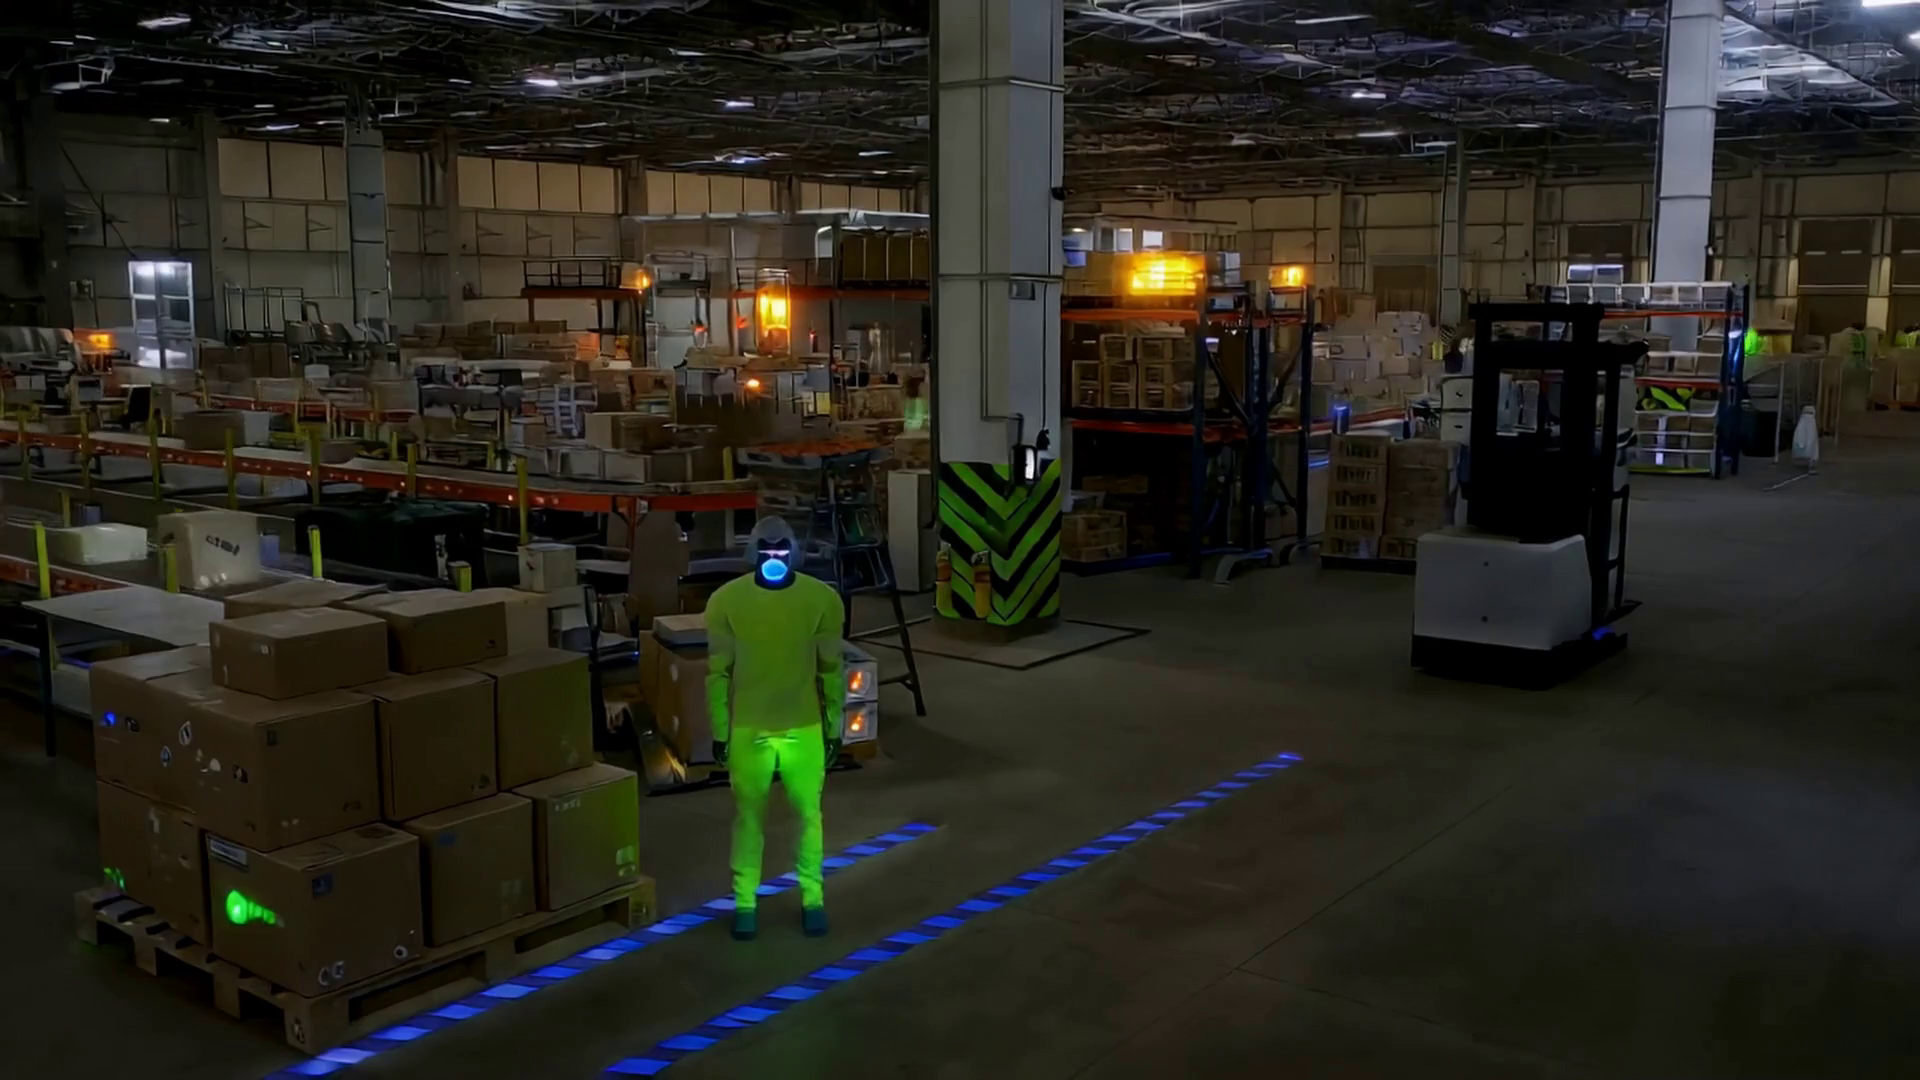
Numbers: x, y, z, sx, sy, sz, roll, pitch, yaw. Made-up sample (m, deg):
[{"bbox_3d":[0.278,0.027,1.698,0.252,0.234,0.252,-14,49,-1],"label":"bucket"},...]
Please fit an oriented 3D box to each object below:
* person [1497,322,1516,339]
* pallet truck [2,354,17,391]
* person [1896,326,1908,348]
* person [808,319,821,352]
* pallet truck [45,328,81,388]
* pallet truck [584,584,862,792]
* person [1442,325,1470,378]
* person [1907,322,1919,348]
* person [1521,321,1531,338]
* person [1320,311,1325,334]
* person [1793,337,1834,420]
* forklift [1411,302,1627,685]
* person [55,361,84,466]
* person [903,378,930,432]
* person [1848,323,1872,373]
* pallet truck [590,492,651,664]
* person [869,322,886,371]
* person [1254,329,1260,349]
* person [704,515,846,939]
[{"bbox_3d":[17.472,-5.981,53.252,0.630,1.972,0.622,2,9,14],"label":"person"},{"bbox_3d":[-24.881,-4.417,42.634,1.885,1.965,0.823,8,11,41],"label":"pallet truck"},{"bbox_3d":[35.546,-7.215,62.627,0.544,1.658,0.830,-1,9,-7],"label":"person"},{"bbox_3d":[-5.799,-7.843,66.055,0.679,1.887,0.411,8,12,43],"label":"person"},{"bbox_3d":[-23.775,-4.544,43.495,1.885,1.965,0.823,6,10,35],"label":"pallet truck"},{"bbox_3d":[-1.426,0.805,10.019,1.601,1.201,0.680,-4,9,-26],"label":"pallet truck"},{"bbox_3d":[14.156,-5.159,47.491,0.726,2.000,0.729,3,9,18],"label":"person"},{"bbox_3d":[31.822,-6.271,55.347,0.373,1.935,0.628,-4,9,-27],"label":"person"},{"bbox_3d":[23.124,-8.126,67.879,0.503,1.920,0.643,2,9,14],"label":"person"},{"bbox_3d":[18.800,-10.874,86.255,0.465,1.970,0.639,-2,9,-16],"label":"person"},{"bbox_3d":[19.648,-3.699,38.163,0.977,1.882,0.565,7,11,38],"label":"person"},{"bbox_3d":[4.379,-0.438,12.852,1.129,2.768,1.873,7,11,37],"label":"forklift"},{"bbox_3d":[-14.992,-2.127,27.983,0.330,1.765,0.533,-5,10,-32],"label":"person"},{"bbox_3d":[-0.626,-1.588,24.707,0.531,1.656,0.860,7,11,38],"label":"person"},{"bbox_3d":[32.848,-6.978,60.526,0.900,1.801,0.649,8,11,42],"label":"person"},{"bbox_3d":[-3.115,0.344,12.883,0.653,1.274,1.630,7,11,37],"label":"pallet truck"},{"bbox_3d":[-3.045,-7.151,61.578,0.597,1.838,0.931,-8,11,-42],"label":"person"},{"bbox_3d":[15.482,-10.836,86.440,0.429,1.843,0.627,5,10,33],"label":"person"},{"bbox_3d":[-0.822,0.838,7.464,0.625,1.931,0.378,-1,8,-6],"label":"person"}]
